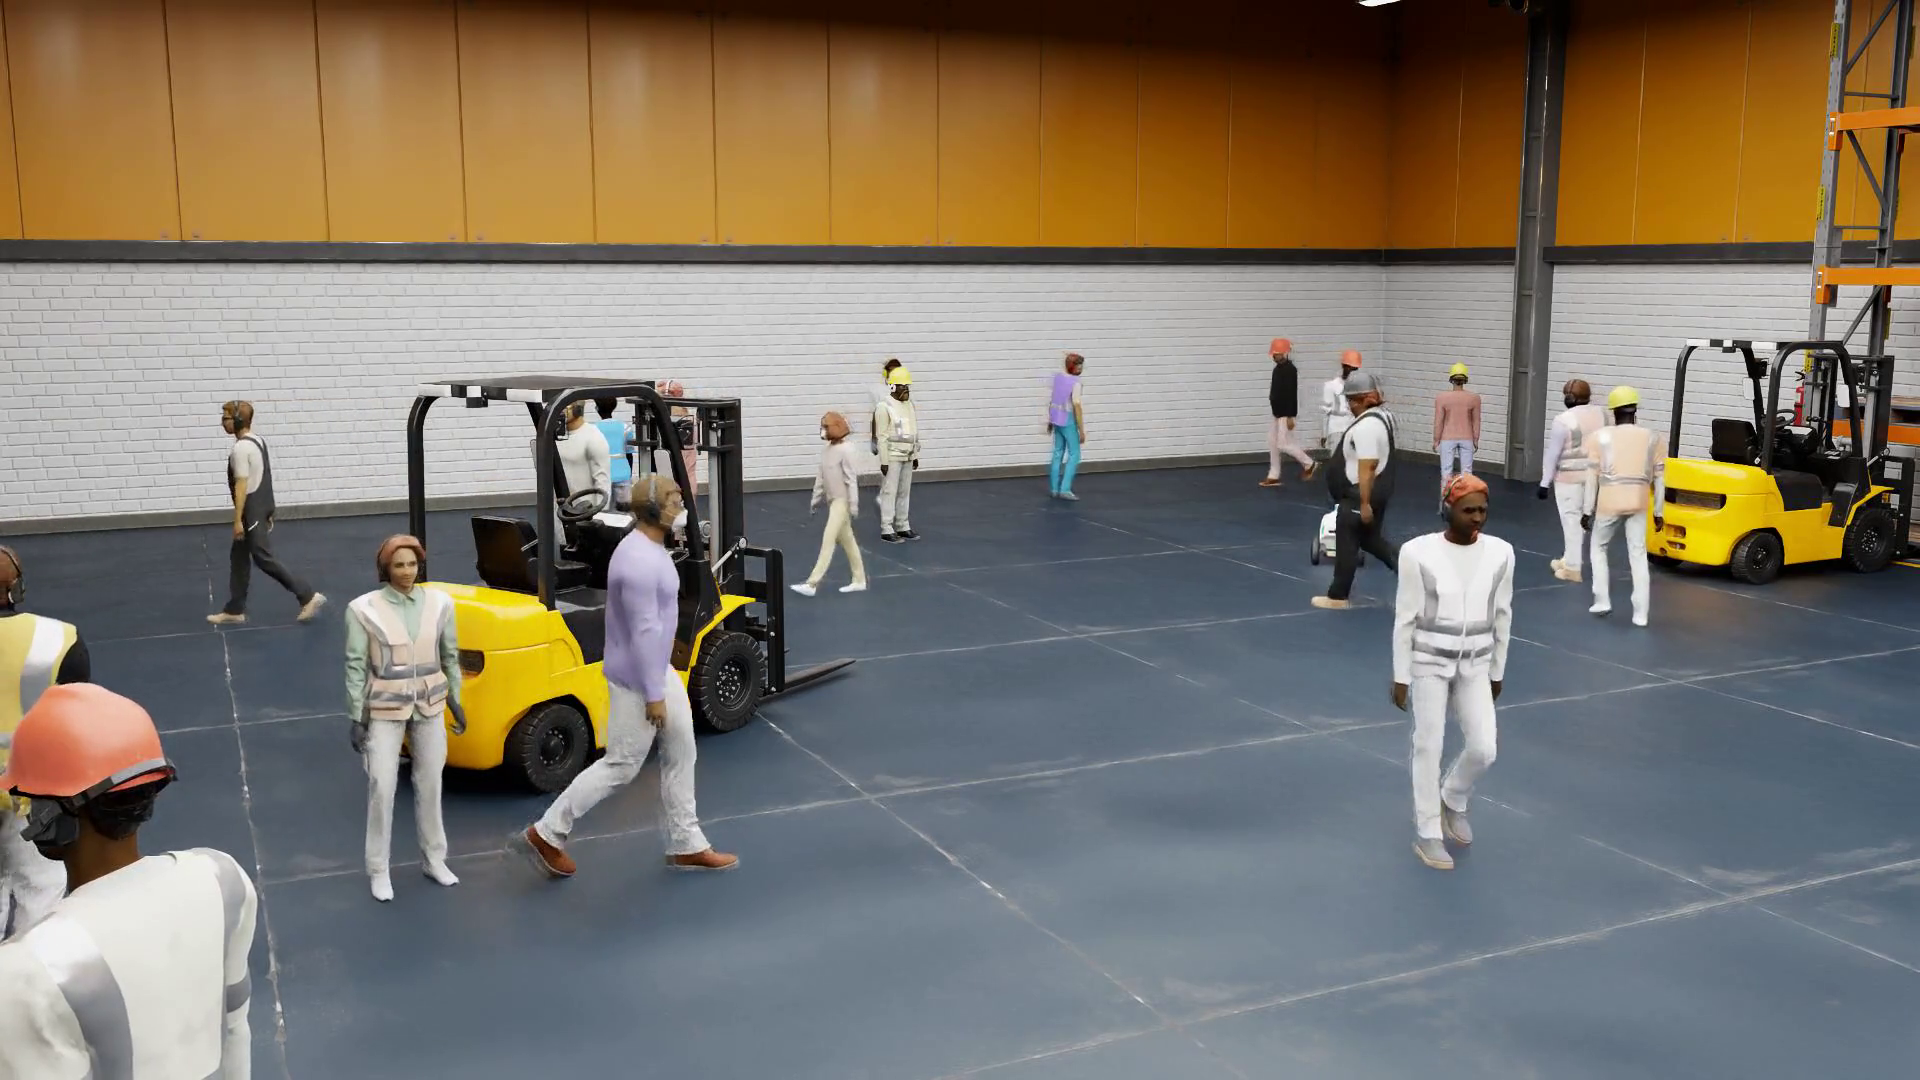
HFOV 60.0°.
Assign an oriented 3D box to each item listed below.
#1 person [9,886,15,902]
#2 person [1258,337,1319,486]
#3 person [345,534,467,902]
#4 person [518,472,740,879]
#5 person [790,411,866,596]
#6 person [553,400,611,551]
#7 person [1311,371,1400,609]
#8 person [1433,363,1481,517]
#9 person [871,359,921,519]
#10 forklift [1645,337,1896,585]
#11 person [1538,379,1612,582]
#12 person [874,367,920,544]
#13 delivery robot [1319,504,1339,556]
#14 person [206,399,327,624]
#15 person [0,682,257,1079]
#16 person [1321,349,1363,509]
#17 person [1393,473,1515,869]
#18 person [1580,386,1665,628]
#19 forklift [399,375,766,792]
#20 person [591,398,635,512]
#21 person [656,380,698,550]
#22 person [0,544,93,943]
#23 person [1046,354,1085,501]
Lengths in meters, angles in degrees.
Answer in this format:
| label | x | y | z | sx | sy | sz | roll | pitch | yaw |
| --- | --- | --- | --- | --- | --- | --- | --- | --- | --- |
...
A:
| label | x | y | z | sx | sy | sz | roll | pitch | yaw |
| --- | --- | --- | --- | --- | --- | --- | --- | --- | --- |
| person | -4.435 | 0.788 | 6.953 | 0.756 | 1.797 | 0.614 | 0 | 9 | 2 |
| person | 4.272 | -1.651 | 21.576 | 0.681 | 1.965 | 0.642 | -2 | 9 | -9 |
| person | -2.495 | 0.781 | 7.483 | 0.523 | 1.638 | 0.310 | -8 | 12 | -39 |
| person | -1.537 | 0.632 | 7.602 | 0.935 | 1.908 | 0.625 | 0 | 9 | -2 |
| person | -1.145 | -0.301 | 14.328 | 0.841 | 1.594 | 0.512 | -5 | 10 | -28 |
| person | -2.879 | -0.185 | 12.551 | 0.635 | 1.937 | 0.353 | 8 | 12 | 41 |
| person | 3.391 | -0.415 | 13.657 | 0.835 | 2.000 | 0.683 | 5 | 10 | 27 |
| person | 5.641 | -1.125 | 18.912 | 0.523 | 1.769 | 0.314 | 1 | 9 | 5 |
| person | -0.786 | -1.191 | 19.171 | 0.518 | 1.824 | 0.938 | -5 | 11 | -29 |
| forklift | 7.551 | -0.789 | 15.507 | 2.313 | 2.155 | 1.214 | -4 | 10 | -25 |
| person | 5.555 | -0.547 | 15.156 | 0.647 | 1.841 | 0.553 | -4 | 10 | -24 |
| person | -0.632 | -0.875 | 17.198 | 0.403 | 1.825 | 0.591 | 6 | 11 | 32 |
| delivery robot | 3.652 | -0.100 | 16.012 | 0.477 | 0.478 | 0.707 | 2 | 10 | 14 |
| person | -5.514 | -0.212 | 13.138 | 0.907 | 1.816 | 0.524 | -1 | 9 | -7 |
| person | -1.595 | 1.274 | 3.173 | 0.374 | 2.043 | 0.614 | 2 | 9 | 13 |
| person | 4.504 | -1.314 | 19.661 | 0.581 | 1.909 | 0.703 | -2 | 9 | -11 |
| person | 2.303 | 0.614 | 7.814 | 0.592 | 1.874 | 0.419 | -1 | 9 | -4 |
| person | 5.262 | -0.272 | 13.245 | 0.640 | 1.886 | 0.727 | 1 | 9 | 6 |
| forklift | -2.268 | 0.149 | 9.685 | 1.214 | 2.155 | 2.313 | 6 | 11 | 32 |
| person | -3.306 | -0.569 | 15.676 | 0.532 | 1.698 | 0.319 | -7 | 12 | -38 |
| person | -2.389 | -0.380 | 13.861 | 0.401 | 1.906 | 0.651 | 0 | 9 | 1 |
| person | -3.458 | 0.915 | 6.094 | 0.632 | 1.824 | 0.500 | -2 | 9 | -11 |
| person | 1.274 | -1.385 | 20.440 | 0.373 | 1.804 | 0.728 | -5 | 10 | -27 |
